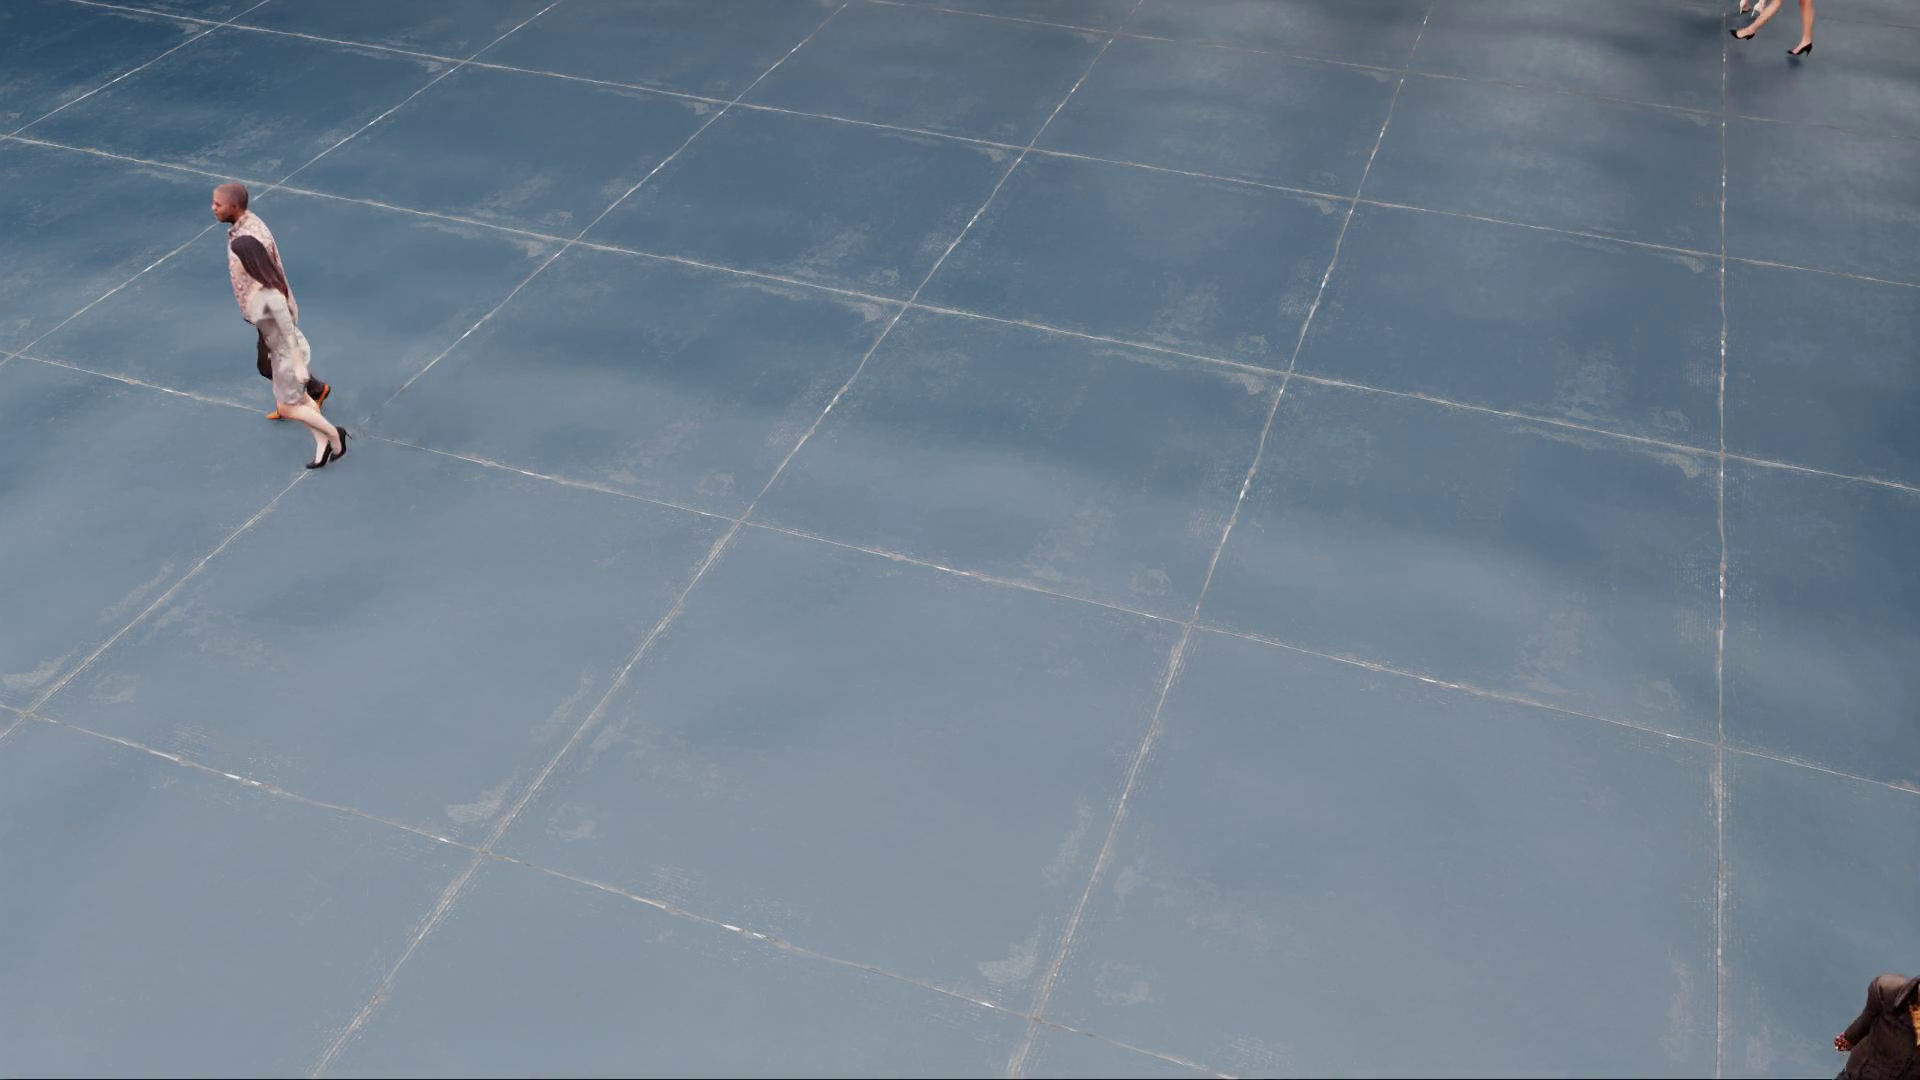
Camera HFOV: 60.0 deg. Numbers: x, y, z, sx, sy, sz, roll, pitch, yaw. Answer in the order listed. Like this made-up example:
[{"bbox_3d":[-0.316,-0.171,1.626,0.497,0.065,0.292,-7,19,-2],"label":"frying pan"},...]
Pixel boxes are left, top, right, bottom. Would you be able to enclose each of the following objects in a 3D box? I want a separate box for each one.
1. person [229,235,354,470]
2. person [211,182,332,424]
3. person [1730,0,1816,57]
[{"bbox_3d":[-4.275,-1.201,10.790,0.821,1.731,0.777,-22,43,-26],"label":"person"},{"bbox_3d":[-4.596,-1.598,11.248,0.880,1.790,0.847,-23,44,-27],"label":"person"},{"bbox_3d":[8.430,-5.565,16.465,0.860,1.610,1.033,24,44,27],"label":"person"}]
